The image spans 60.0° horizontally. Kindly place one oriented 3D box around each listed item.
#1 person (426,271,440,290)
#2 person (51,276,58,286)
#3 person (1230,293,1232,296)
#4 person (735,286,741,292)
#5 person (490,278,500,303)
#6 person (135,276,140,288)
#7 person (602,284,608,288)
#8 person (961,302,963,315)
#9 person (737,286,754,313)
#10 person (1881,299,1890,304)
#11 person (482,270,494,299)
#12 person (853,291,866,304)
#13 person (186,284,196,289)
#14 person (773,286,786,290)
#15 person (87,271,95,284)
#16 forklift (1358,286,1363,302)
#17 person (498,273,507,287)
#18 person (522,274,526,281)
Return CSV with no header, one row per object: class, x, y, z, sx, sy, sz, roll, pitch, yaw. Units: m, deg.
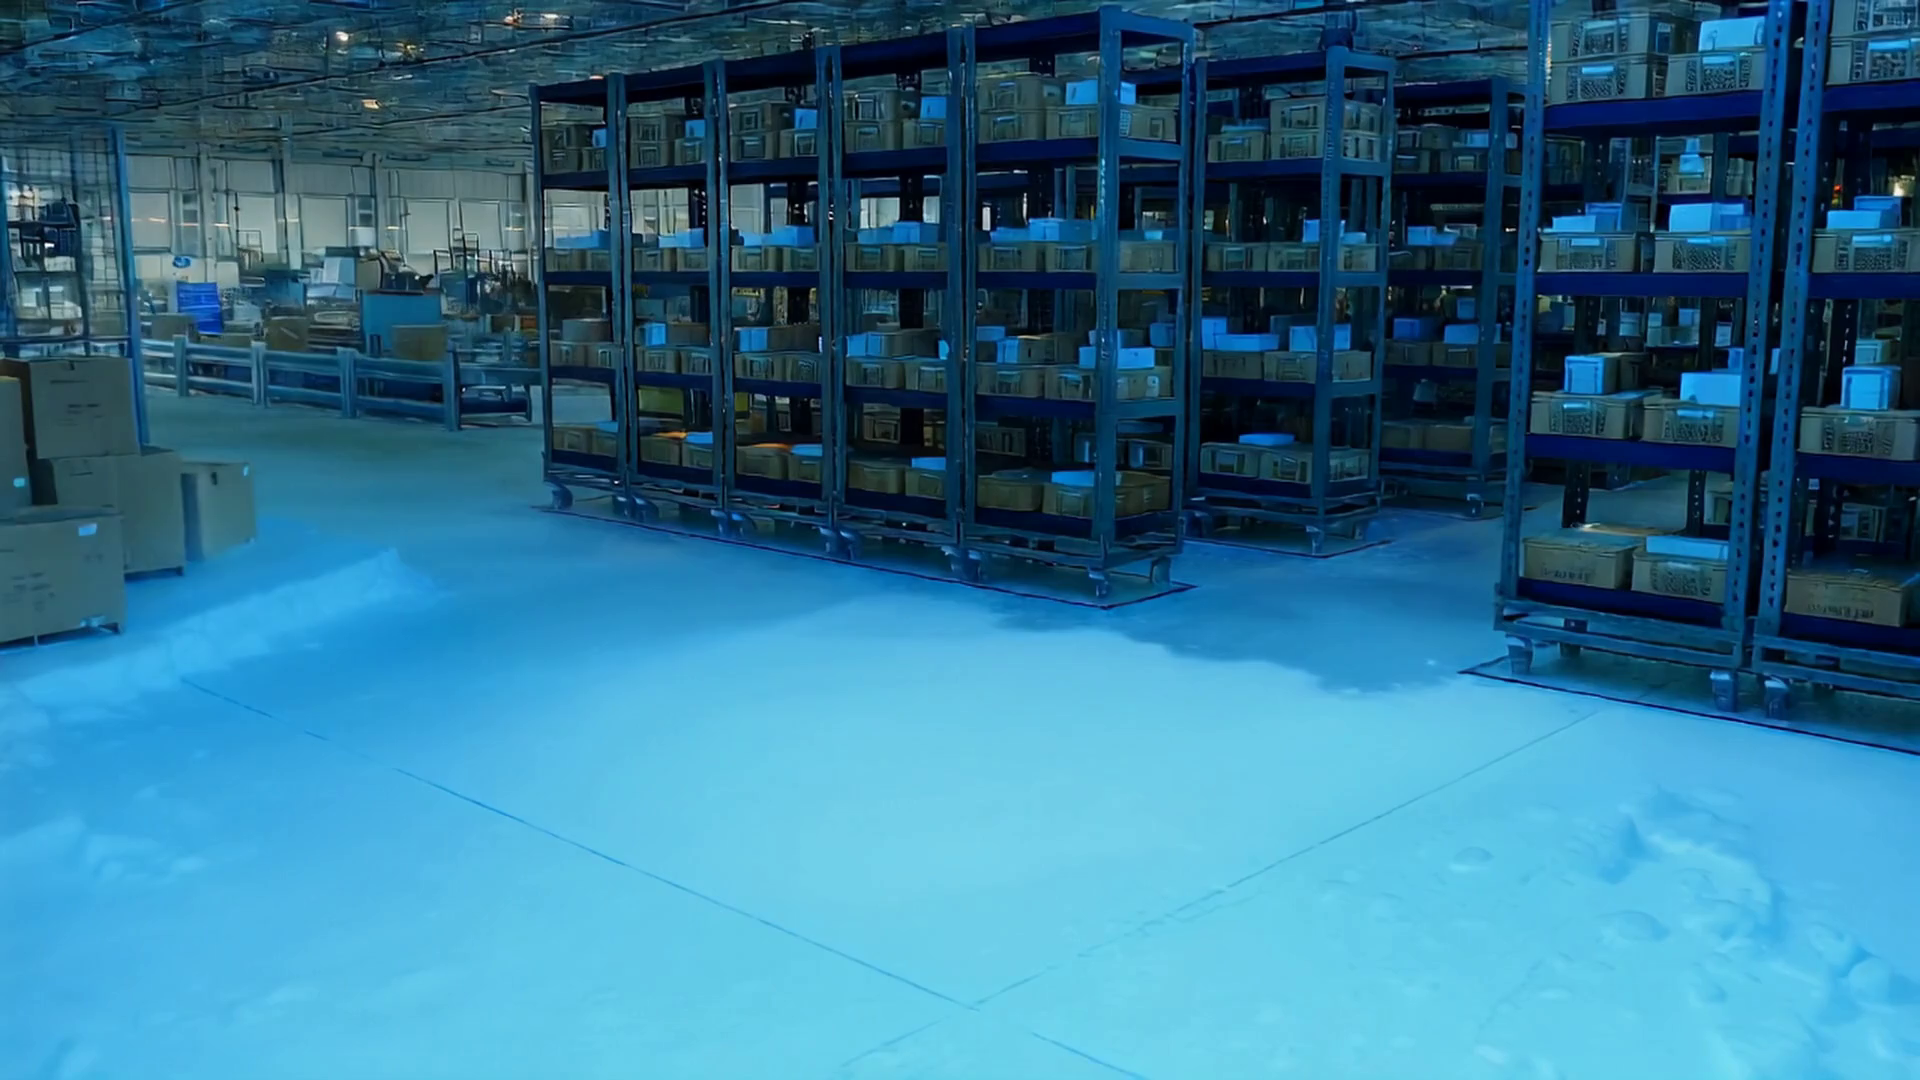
person,-18.733,-8.583,59.306,0.625,1.982,0.399,5,11,29
person,-38.332,-10.407,70.632,0.635,1.938,0.359,-2,10,-14
person,9.071,-7.656,54.824,0.519,1.581,0.856,8,12,42
person,-10.013,-10.952,74.276,0.494,1.847,0.420,3,10,18
person,-16.609,-8.491,59.442,0.331,1.761,0.527,-1,9,-4
person,-32.776,-9.640,65.970,0.557,1.929,0.390,5,10,26
person,-15.988,-11.037,74.664,0.592,1.890,0.859,9,13,42
person,0.069,-2.132,20.483,0.598,1.747,1.007,7,12,37
person,-6.079,-6.482,47.150,0.534,1.756,0.475,-8,13,-42
person,22.820,-5.610,41.242,0.376,1.933,0.544,-2,9,-10
person,-18.633,-9.678,65.851,0.538,2.000,0.712,-4,10,-24
person,-3.610,-8.622,60.565,0.874,1.648,0.552,6,11,33
person,-37.585,-12.072,81.388,0.630,1.759,1.030,5,11,29
person,-7.368,-10.004,68.118,0.603,1.957,0.390,-6,11,-31
person,-41.488,-11.860,79.508,0.389,1.949,0.604,-6,11,-31
forklift,11.100,-7.017,46.970,1.873,2.768,1.129,9,13,43
person,-22.585,-12.257,82.176,1.005,1.882,0.586,9,13,44
person,-20.011,-11.316,76.575,0.521,1.823,0.763,3,10,20
